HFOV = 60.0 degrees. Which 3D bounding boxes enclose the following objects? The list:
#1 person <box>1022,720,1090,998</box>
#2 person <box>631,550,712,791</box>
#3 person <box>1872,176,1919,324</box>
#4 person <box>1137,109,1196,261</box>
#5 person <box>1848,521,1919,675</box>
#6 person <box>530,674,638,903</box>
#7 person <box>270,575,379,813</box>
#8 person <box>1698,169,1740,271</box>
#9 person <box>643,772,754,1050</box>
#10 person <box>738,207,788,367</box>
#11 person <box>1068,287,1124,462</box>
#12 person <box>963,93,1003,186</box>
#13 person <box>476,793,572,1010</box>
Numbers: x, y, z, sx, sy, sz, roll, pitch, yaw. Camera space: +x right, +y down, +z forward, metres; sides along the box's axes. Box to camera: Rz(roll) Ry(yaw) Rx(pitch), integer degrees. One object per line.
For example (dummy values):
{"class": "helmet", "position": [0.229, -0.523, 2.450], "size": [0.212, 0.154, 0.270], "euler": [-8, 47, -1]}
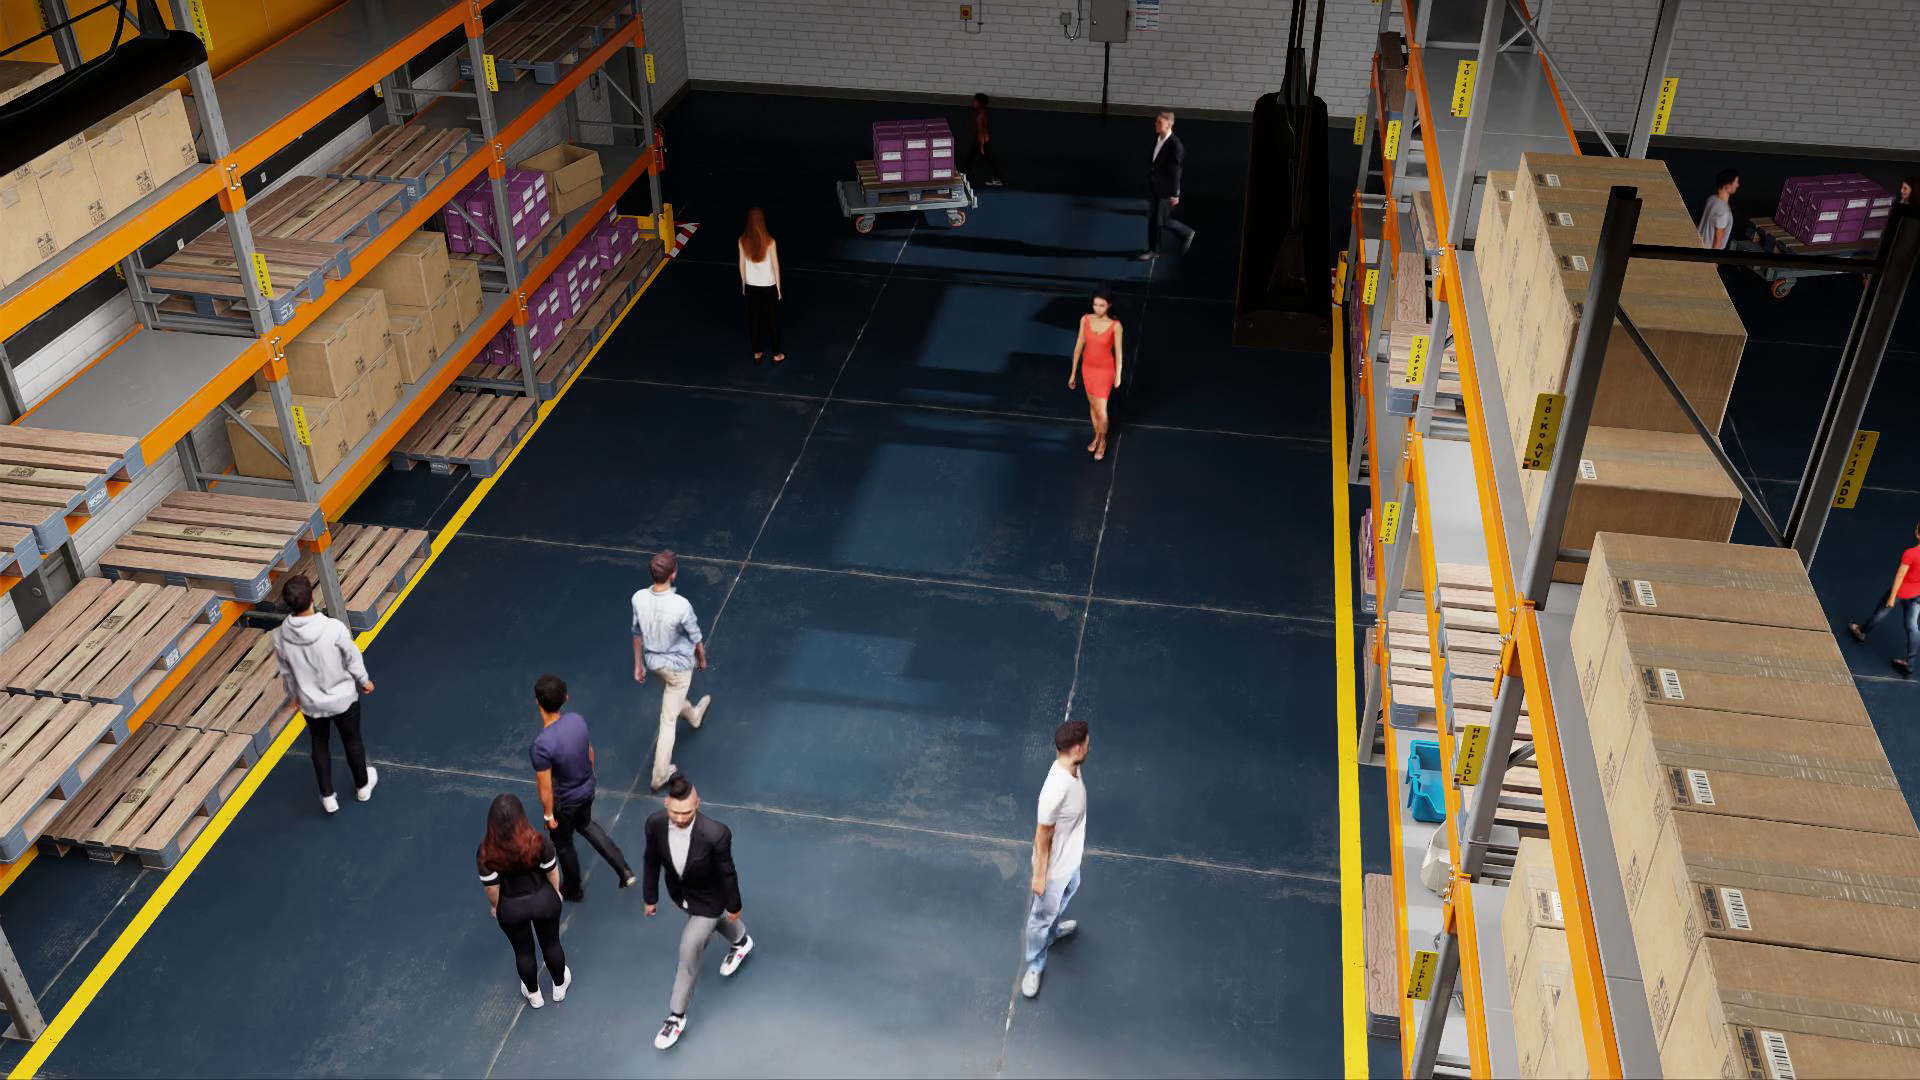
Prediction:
{"class": "person", "position": [0.554, 1.947, 10.157], "size": [0.967, 1.832, 0.589], "euler": [21, 39, 28]}
{"class": "person", "position": [-2.087, 0.959, 11.672], "size": [0.866, 1.799, 1.247], "euler": [14, 36, 20]}
{"class": "person", "position": [9.972, -2.994, 17.635], "size": [0.804, 1.782, 0.750], "euler": [-9, 35, -13]}
{"class": "person", "position": [2.433, -4.123, 19.316], "size": [1.027, 1.802, 1.009], "euler": [-14, 36, -20]}
{"class": "person", "position": [7.399, 0.452, 12.905], "size": [0.712, 1.279, 0.962], "euler": [-6, 34, -9]}
{"class": "person", "position": [-2.429, 1.656, 10.658], "size": [0.922, 1.762, 0.935], "euler": [17, 37, 24]}
{"class": "person", "position": [-4.328, 1.090, 11.364], "size": [0.810, 1.922, 0.831], "euler": [-5, 34, -7]}
{"class": "person", "position": [7.924, -3.050, 17.655], "size": [0.730, 1.852, 0.488], "euler": [5, 34, 7]}
{"class": "person", "position": [-1.533, 2.037, 9.951], "size": [0.964, 1.909, 1.303], "euler": [15, 36, 21]}
{"class": "person", "position": [-2.044, -2.604, 17.103], "size": [0.567, 1.722, 0.498], "euler": [7, 34, 10]}
{"class": "person", "position": [1.330, -1.616, 15.632], "size": [0.694, 1.704, 0.724], "euler": [18, 38, 25]}
{"class": "person", "position": [0.335, -5.103, 21.318], "size": [0.648, 1.218, 0.860], "euler": [9, 35, 13]}
{"class": "person", "position": [-2.607, 2.171, 9.994], "size": [0.706, 1.639, 0.731], "euler": [-10, 35, -15]}
